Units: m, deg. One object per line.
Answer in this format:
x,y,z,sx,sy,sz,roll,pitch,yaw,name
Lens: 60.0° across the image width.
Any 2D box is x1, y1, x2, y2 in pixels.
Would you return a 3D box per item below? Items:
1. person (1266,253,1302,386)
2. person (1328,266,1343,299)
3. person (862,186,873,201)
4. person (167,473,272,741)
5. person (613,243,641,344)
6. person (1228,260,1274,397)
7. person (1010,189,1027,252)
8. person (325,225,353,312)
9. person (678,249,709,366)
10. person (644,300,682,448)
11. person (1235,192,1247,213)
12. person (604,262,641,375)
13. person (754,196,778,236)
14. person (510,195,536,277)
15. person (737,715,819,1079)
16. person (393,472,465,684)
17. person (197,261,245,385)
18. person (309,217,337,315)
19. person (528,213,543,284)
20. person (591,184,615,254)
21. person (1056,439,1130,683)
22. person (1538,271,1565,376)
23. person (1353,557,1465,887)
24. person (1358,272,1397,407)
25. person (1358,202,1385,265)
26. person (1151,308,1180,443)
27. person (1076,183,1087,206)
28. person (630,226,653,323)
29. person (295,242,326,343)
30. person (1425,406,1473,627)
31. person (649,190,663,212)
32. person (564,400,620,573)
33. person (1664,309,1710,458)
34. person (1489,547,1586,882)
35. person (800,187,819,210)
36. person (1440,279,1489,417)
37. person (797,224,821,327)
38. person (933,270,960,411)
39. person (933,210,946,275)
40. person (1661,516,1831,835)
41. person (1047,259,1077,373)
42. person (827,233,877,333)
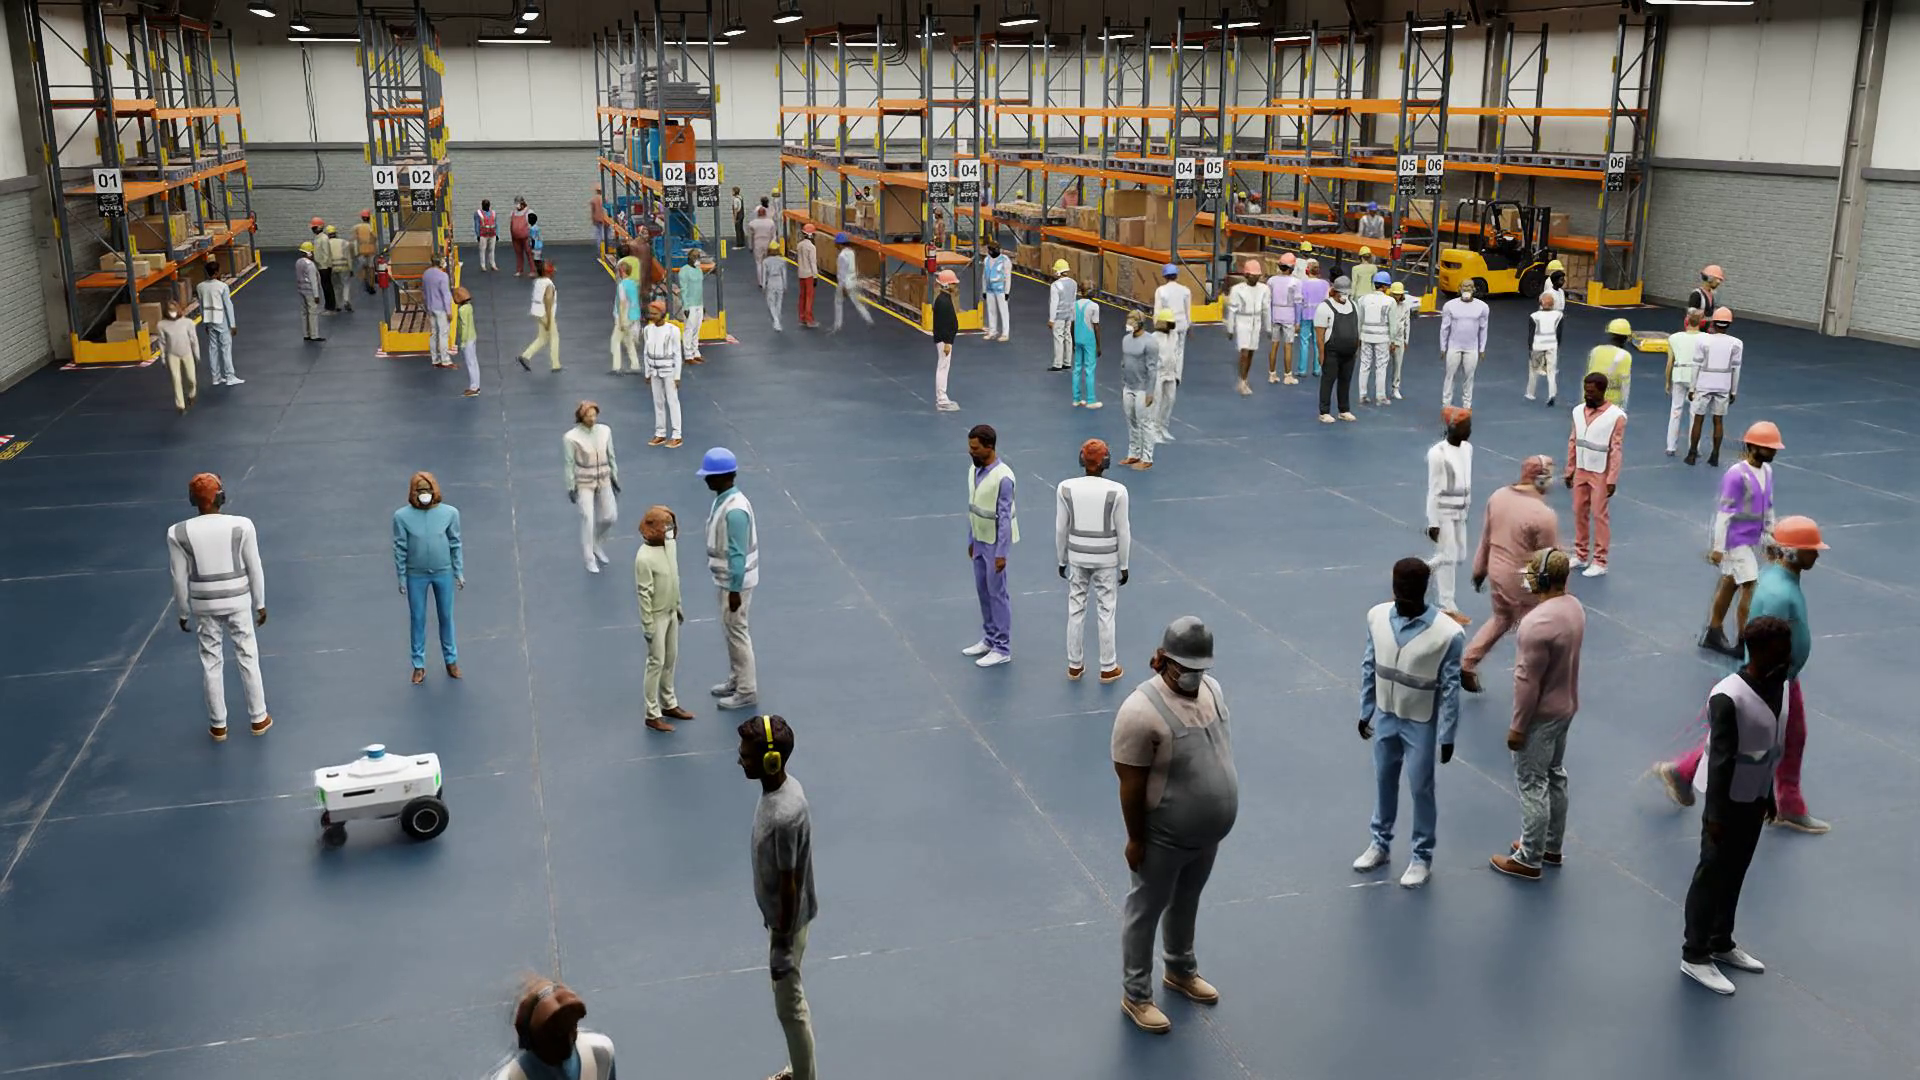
5.029,-3.424,25.814,0.609,2.044,0.394,12,19,39,person
6.127,-3.622,27.225,0.317,1.695,0.540,8,17,28,person
-2.706,-9.534,49.169,0.508,1.861,0.326,11,18,35,person
-5.102,0.462,11.497,0.572,1.886,0.354,-5,16,-20,person
-6.091,-4.471,30.179,0.632,1.820,0.638,9,18,32,person
4.381,-3.159,24.871,0.620,2.009,0.851,-5,16,-18,person
1.710,-9.192,47.955,0.606,1.817,0.632,-4,15,-15,person
-12.972,-5.637,34.605,0.615,1.804,0.554,-6,16,-22,person
-4.457,-3.899,27.817,0.372,1.934,0.627,5,16,18,person
-3.795,-2.120,21.230,0.578,1.879,0.348,8,17,29,person
8.032,-9.083,47.666,0.350,1.758,0.522,-6,16,-20,person
-5.456,-3.543,26.698,0.660,1.812,0.586,3,15,10,person
-5.232,-8.345,44.780,0.639,1.811,0.716,-6,16,-23,person
-10.922,-7.582,41.470,0.683,2.000,0.535,4,15,14,person
-0.778,1.633,7.151,0.328,1.861,0.503,-4,15,-13,person
-4.036,0.276,12.675,0.498,1.634,0.278,-6,16,-22,person
-11.520,-3.362,25.826,0.591,1.917,0.392,4,16,16,person
-13.099,-5.626,34.195,0.387,1.994,0.613,-10,18,-33,person
-10.193,-7.001,39.961,0.321,1.690,0.533,-1,15,-4,person
-10.259,-9.239,47.859,0.642,1.956,0.898,2,15,9,person
1.013,0.159,12.633,0.573,1.887,0.356,5,16,19,person
9.496,-3.479,26.703,0.536,1.692,0.320,-13,20,-41,person
2.541,1.007,9.411,0.396,1.909,0.613,-14,20,-42,person
6.030,-2.903,24.064,0.613,1.933,0.415,12,19,38,person
9.978,-7.204,40.272,0.609,1.929,0.581,0,15,-2,person
2.640,-2.134,21.547,0.492,1.746,0.332,-9,17,-31,person
3.734,-10.210,51.740,0.429,1.843,0.633,1,15,2,person
-6.306,-5.286,33.118,0.401,1.893,0.652,5,16,19,person
-11.865,-4.518,30.364,0.591,1.824,0.404,13,20,41,person
4.100,-0.223,14.114,0.584,1.865,0.659,-13,20,-41,person
-8.401,-8.753,46.124,0.599,1.916,0.398,14,20,42,person
-3.462,-0.517,15.669,0.544,1.632,0.340,-14,20,-42,person
9.015,-1.928,20.580,0.563,1.838,0.389,9,17,31,person
3.310,0.986,9.451,0.371,1.932,0.623,12,19,38,person
-4.307,-9.222,47.954,0.695,1.882,0.375,0,15,1,person
7.010,-2.672,23.187,0.635,1.937,0.353,4,15,13,person
-2.950,-5.163,32.476,0.406,1.988,0.620,-11,18,-36,person
-0.196,-2.857,23.772,0.379,1.996,0.609,0,15,-2,person
-0.520,-7.520,42.025,0.314,1.629,0.509,-5,16,-17,person
4.864,0.795,10.093,0.903,1.968,0.622,10,18,34,person
1.637,-3.636,27.010,0.403,1.837,0.590,13,19,39,person
-2.045,-4.857,31.502,0.893,1.909,0.632,6,16,20,person
